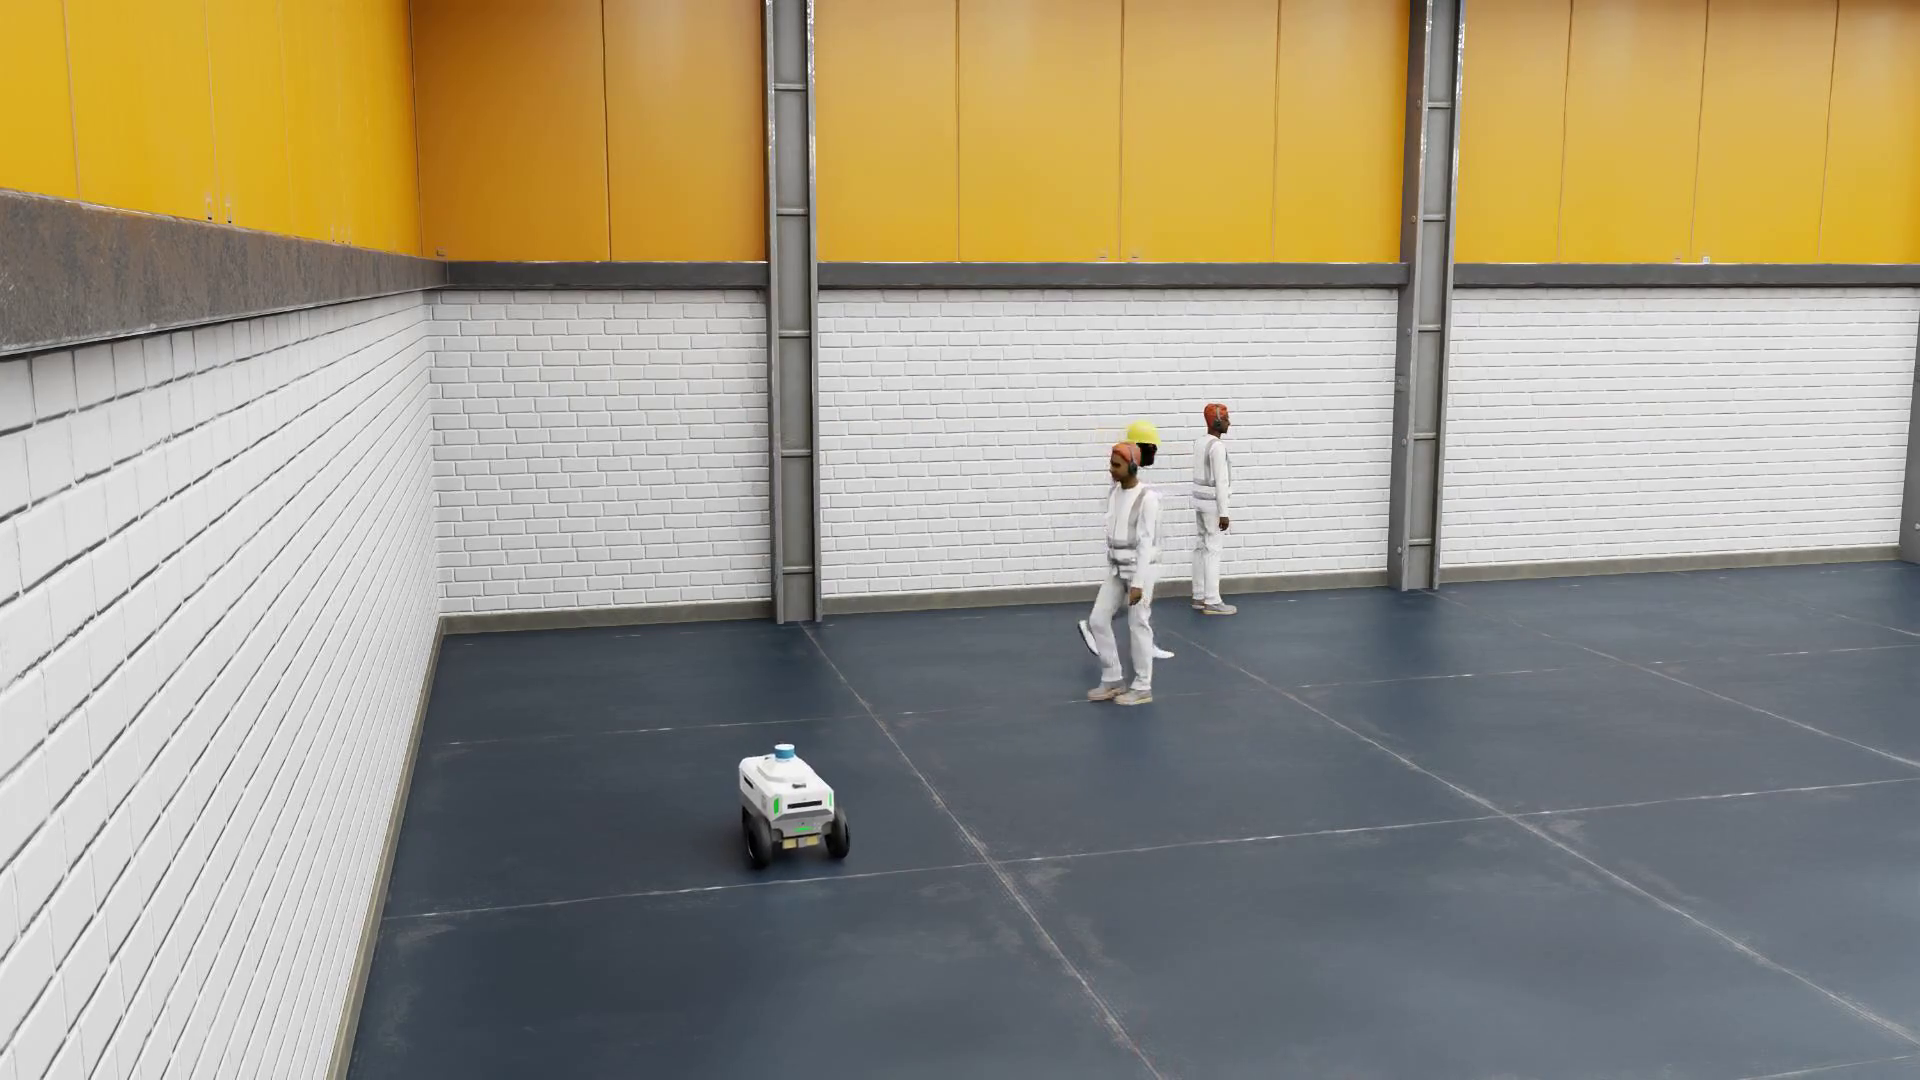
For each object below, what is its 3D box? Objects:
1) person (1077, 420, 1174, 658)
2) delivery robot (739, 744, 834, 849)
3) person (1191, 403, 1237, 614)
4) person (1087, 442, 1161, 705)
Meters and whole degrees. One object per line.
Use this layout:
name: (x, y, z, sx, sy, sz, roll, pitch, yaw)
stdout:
person: (1.313, 0.011, 12.990, 0.679, 1.906, 0.590, 0, 9, 2)
delivery robot: (-0.918, 1.317, 8.734, 0.477, 0.478, 0.707, -4, 10, -22)
person: (2.260, -0.279, 14.856, 0.354, 1.882, 0.576, -2, 9, -14)
person: (1.128, 0.253, 11.604, 0.571, 1.868, 0.579, -5, 11, -30)
